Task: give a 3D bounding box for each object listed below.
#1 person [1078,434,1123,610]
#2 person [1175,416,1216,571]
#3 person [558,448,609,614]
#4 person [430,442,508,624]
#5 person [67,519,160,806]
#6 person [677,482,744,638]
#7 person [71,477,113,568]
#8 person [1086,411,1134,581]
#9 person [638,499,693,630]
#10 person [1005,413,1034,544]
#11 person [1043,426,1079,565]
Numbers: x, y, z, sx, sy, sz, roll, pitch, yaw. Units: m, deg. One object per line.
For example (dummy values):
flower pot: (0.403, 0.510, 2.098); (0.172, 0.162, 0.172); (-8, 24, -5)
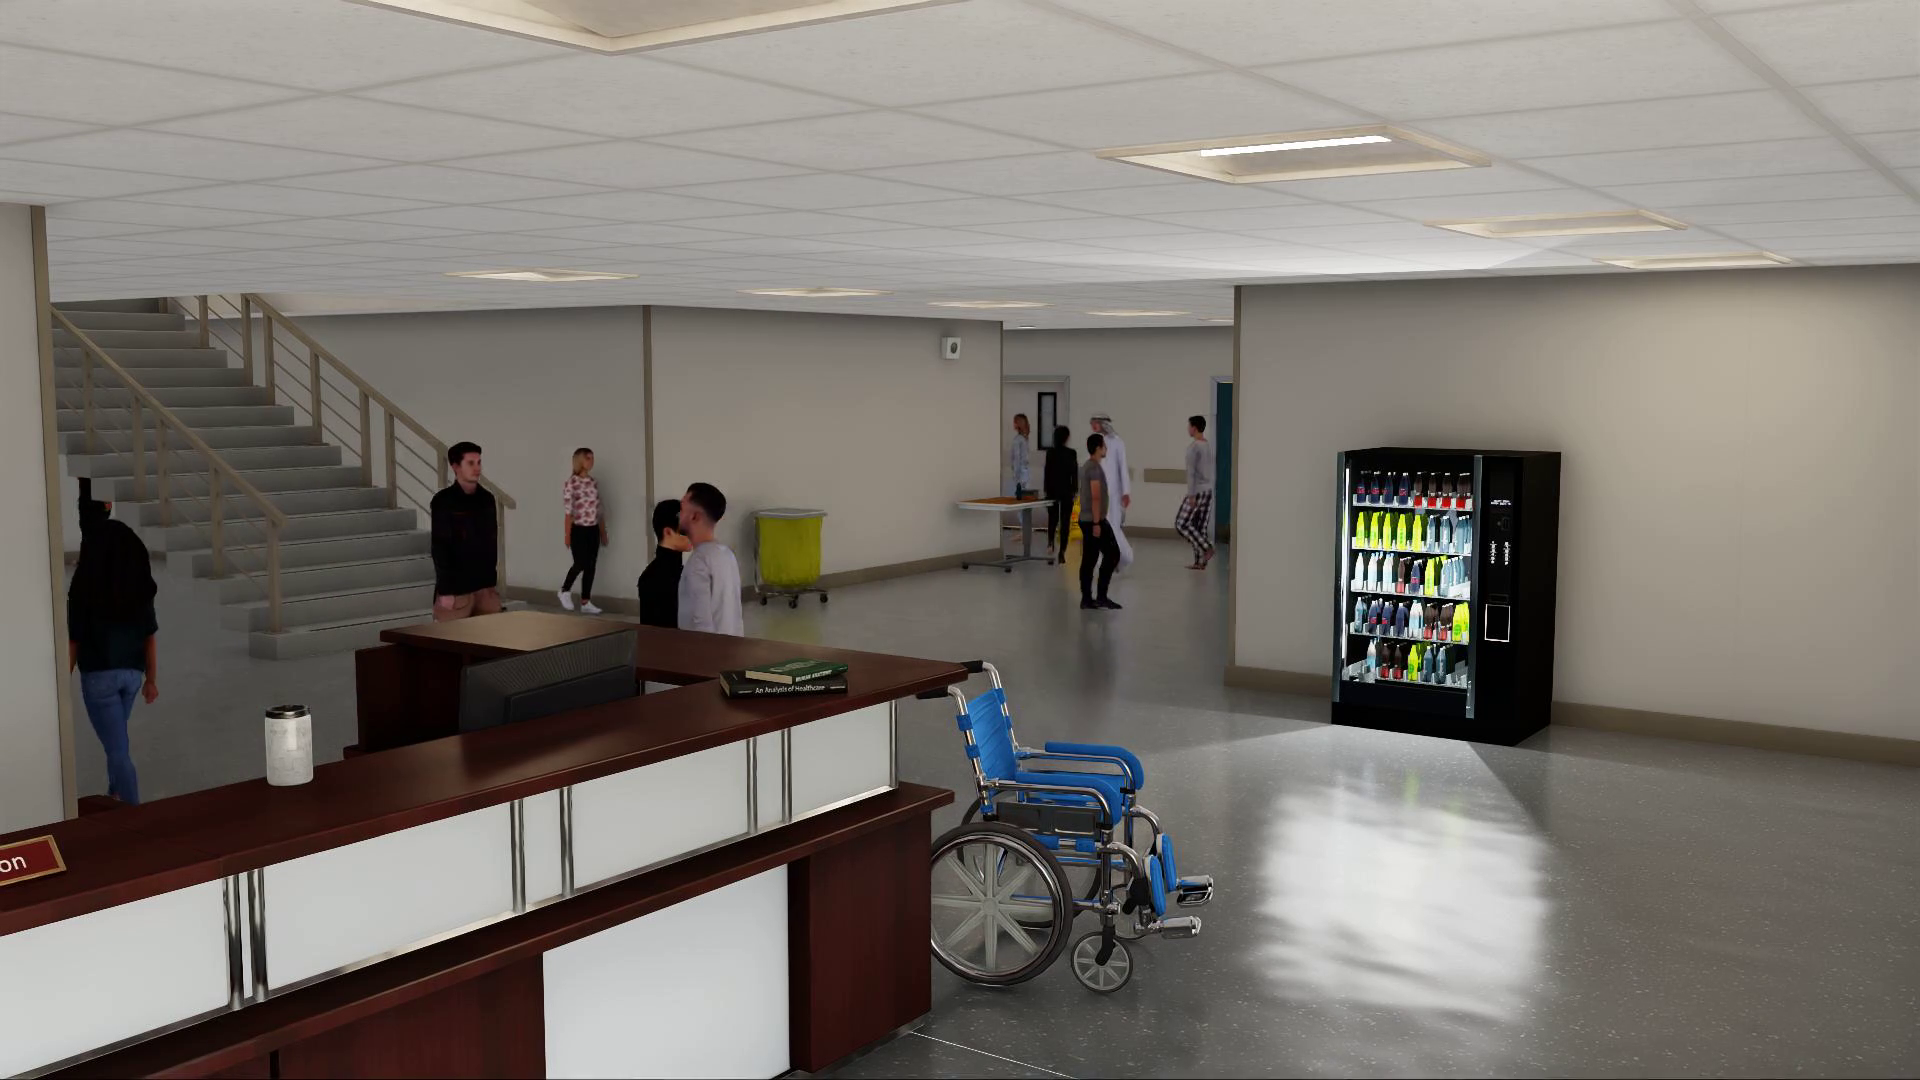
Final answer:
person: (1.264, -0.175, 16.467); (0.844, 1.746, 0.782); (-1, 6, -10)
person: (2.899, -0.545, 19.686); (0.766, 1.838, 0.678); (5, 8, 42)
person: (-3.730, -0.086, 16.213); (0.664, 1.621, 0.594); (3, 7, 30)
person: (-3.191, 0.352, 10.559); (1.169, 1.879, 0.740); (4, 7, 36)
person: (-4.238, 0.713, 8.410); (0.817, 1.593, 0.610); (3, 7, 29)
person: (-1.114, 0.649, 7.921); (0.916, 1.817, 0.861); (1, 6, 11)
person: (-10.243, -0.488, 19.700); (0.722, 1.722, 0.962); (3, 6, 25)
person: (1.718, -0.497, 18.903); (0.775, 1.899, 0.775); (4, 7, 34)
person: (-1.539, 0.653, 8.397); (0.729, 1.715, 0.723); (1, 6, 10)
person: (0.904, -0.838, 22.861); (0.640, 1.786, 0.590); (4, 7, 32)
person: (1.202, -0.535, 20.278); (0.749, 1.700, 0.766); (2, 6, 18)
